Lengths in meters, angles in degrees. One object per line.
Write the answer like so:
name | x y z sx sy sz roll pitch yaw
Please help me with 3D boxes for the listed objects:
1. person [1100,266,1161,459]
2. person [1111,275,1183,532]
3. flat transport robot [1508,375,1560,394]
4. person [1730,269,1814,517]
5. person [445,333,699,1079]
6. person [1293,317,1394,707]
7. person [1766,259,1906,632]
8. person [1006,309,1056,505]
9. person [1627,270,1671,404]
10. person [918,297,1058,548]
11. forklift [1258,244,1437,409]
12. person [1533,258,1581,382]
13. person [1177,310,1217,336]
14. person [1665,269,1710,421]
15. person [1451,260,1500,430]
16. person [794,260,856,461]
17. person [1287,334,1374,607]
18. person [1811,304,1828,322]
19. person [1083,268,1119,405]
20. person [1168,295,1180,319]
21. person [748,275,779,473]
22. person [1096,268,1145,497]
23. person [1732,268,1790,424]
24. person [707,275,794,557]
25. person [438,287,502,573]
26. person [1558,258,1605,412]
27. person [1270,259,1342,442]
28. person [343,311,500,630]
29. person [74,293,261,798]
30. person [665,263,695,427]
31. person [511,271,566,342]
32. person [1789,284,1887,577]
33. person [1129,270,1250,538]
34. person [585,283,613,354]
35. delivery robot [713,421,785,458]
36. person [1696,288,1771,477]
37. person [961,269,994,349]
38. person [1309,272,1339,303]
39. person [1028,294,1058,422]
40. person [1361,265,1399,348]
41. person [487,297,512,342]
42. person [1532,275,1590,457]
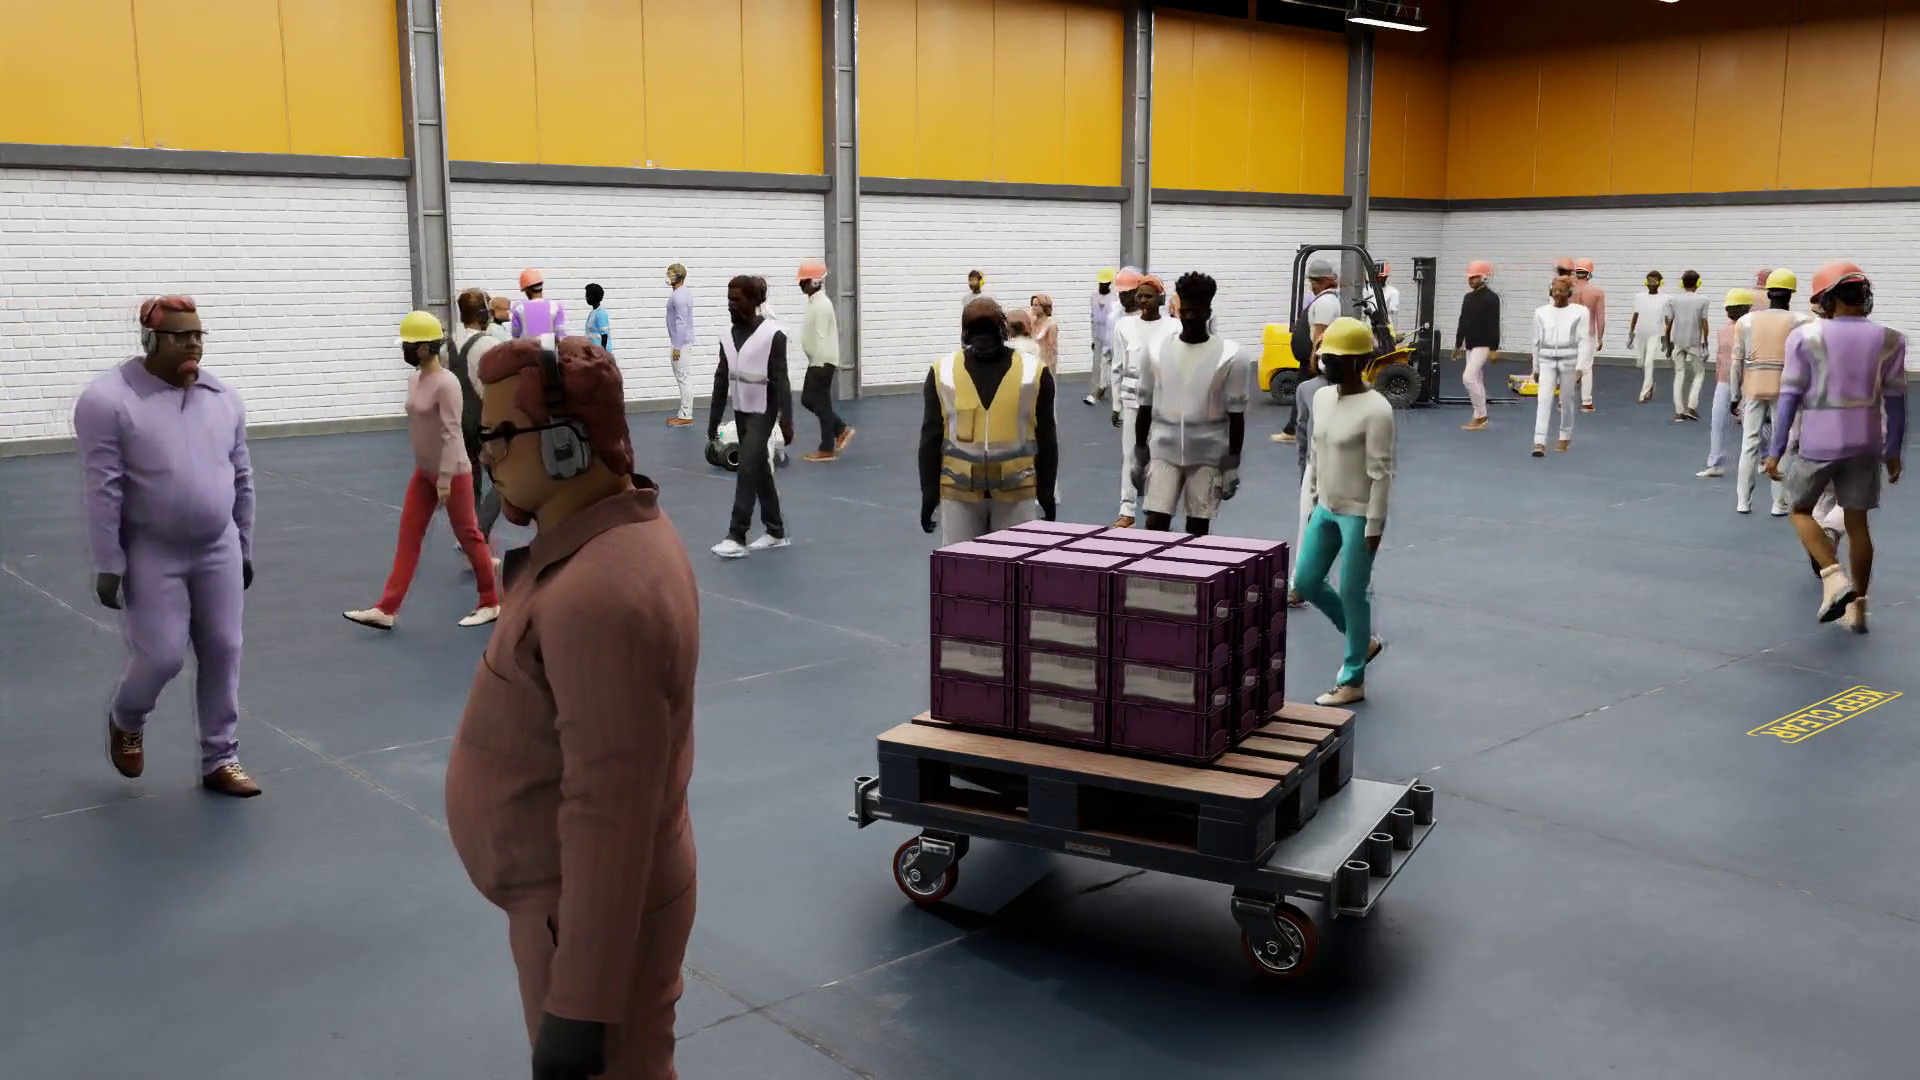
person | 1.678 -1.765 16.627 0.715 1.915 0.589 -10 14 -44
person | 1.377 -0.979 12.137 0.574 1.882 0.358 4 10 21
flat transport robot | 8.540 -2.302 24.591 0.652 0.197 1.431 2 10 11
person | 6.338 -1.147 12.990 0.594 1.923 0.382 7 12 37
person | -0.619 0.619 2.720 0.407 1.905 0.638 -2 10 -9
person | 1.732 -0.122 7.469 0.421 1.752 0.559 -5 11 -25
person | 4.730 -0.501 8.970 0.722 2.005 0.546 1 10 4
person | 0.451 -1.082 13.593 0.834 1.594 0.510 4 10 22
person | 9.563 -2.818 23.037 0.520 1.842 0.807 9 13 42
person | 0.133 -0.214 7.833 0.664 1.836 0.431 1 10 5
forklift | 5.256 -2.933 22.661 2.313 2.155 1.214 3 10 16
person | 9.580 -3.494 26.594 1.065 1.994 0.601 -6 11 -29
person | 2.898 -2.294 20.357 0.491 1.702 0.905 1 10 4
person | 8.945 -2.381 20.410 0.570 1.855 0.473 9 13 42
person | 5.967 -2.244 19.296 0.530 1.972 0.622 -2 10 -11
person | -1.366 -1.760 16.420 0.540 1.978 0.633 -2 10 -14
person | 2.174 -0.420 9.714 0.500 1.588 0.858 6 11 31
person | 9.223 -1.829 17.837 0.264 1.632 0.508 7 12 37
person | 2.031 -2.770 22.701 0.635 1.875 1.010 7 12 37
person | 3.626 -3.402 26.890 0.528 1.691 0.320 4 10 21
person | -1.907 -1.534 15.506 0.429 1.844 0.626 -4 10 -20
person | 1.408 -1.320 14.032 0.546 1.915 0.604 9 13 42
person | 9.661 -2.337 20.087 0.682 1.879 0.707 7 12 37
person | -1.491 -0.827 11.238 0.617 1.882 0.881 9 13 43
person | -3.074 -0.687 10.585 0.548 1.828 0.414 4 10 21
person | 8.069 -2.664 21.672 0.625 1.992 0.389 5 11 28
person | 3.916 -2.039 17.874 0.996 2.000 0.689 2 10 10
person | -2.873 -0.349 8.900 0.558 1.722 0.874 9 13 44
person | -2.937 0.029 6.209 0.556 1.887 0.662 7 12 36
person | -3.339 -2.314 19.783 0.370 1.940 0.631 -1 10 -8
person | -4.398 -1.867 17.389 0.547 1.865 0.994 -3 10 -16
person | 5.452 -0.671 10.311 0.670 1.886 0.656 -7 12 -34
person | 1.195 -0.442 8.795 0.645 1.946 0.417 4 10 20
person | -4.388 -2.262 20.180 0.317 1.698 0.540 -4 11 -24
delivery robot | -2.017 -1.006 15.898 0.707 0.478 0.477 -5 11 -27
person | 7.173 -1.440 15.256 0.771 1.739 0.530 -5 11 -27
person | 0.261 -2.734 22.530 0.517 1.851 0.725 6 11 31
person | 4.753 -2.500 21.236 0.816 1.813 0.583 -3 10 -15
person | 0.827 -1.684 16.975 0.309 1.642 0.524 -5 11 -28
person | 6.347 -3.233 25.216 0.569 1.917 0.414 5 11 28
person | -4.582 -1.621 16.648 0.375 1.616 0.514 -2 10 -11
person | 6.097 -1.768 16.939 0.568 1.837 1.003 6 11 30
